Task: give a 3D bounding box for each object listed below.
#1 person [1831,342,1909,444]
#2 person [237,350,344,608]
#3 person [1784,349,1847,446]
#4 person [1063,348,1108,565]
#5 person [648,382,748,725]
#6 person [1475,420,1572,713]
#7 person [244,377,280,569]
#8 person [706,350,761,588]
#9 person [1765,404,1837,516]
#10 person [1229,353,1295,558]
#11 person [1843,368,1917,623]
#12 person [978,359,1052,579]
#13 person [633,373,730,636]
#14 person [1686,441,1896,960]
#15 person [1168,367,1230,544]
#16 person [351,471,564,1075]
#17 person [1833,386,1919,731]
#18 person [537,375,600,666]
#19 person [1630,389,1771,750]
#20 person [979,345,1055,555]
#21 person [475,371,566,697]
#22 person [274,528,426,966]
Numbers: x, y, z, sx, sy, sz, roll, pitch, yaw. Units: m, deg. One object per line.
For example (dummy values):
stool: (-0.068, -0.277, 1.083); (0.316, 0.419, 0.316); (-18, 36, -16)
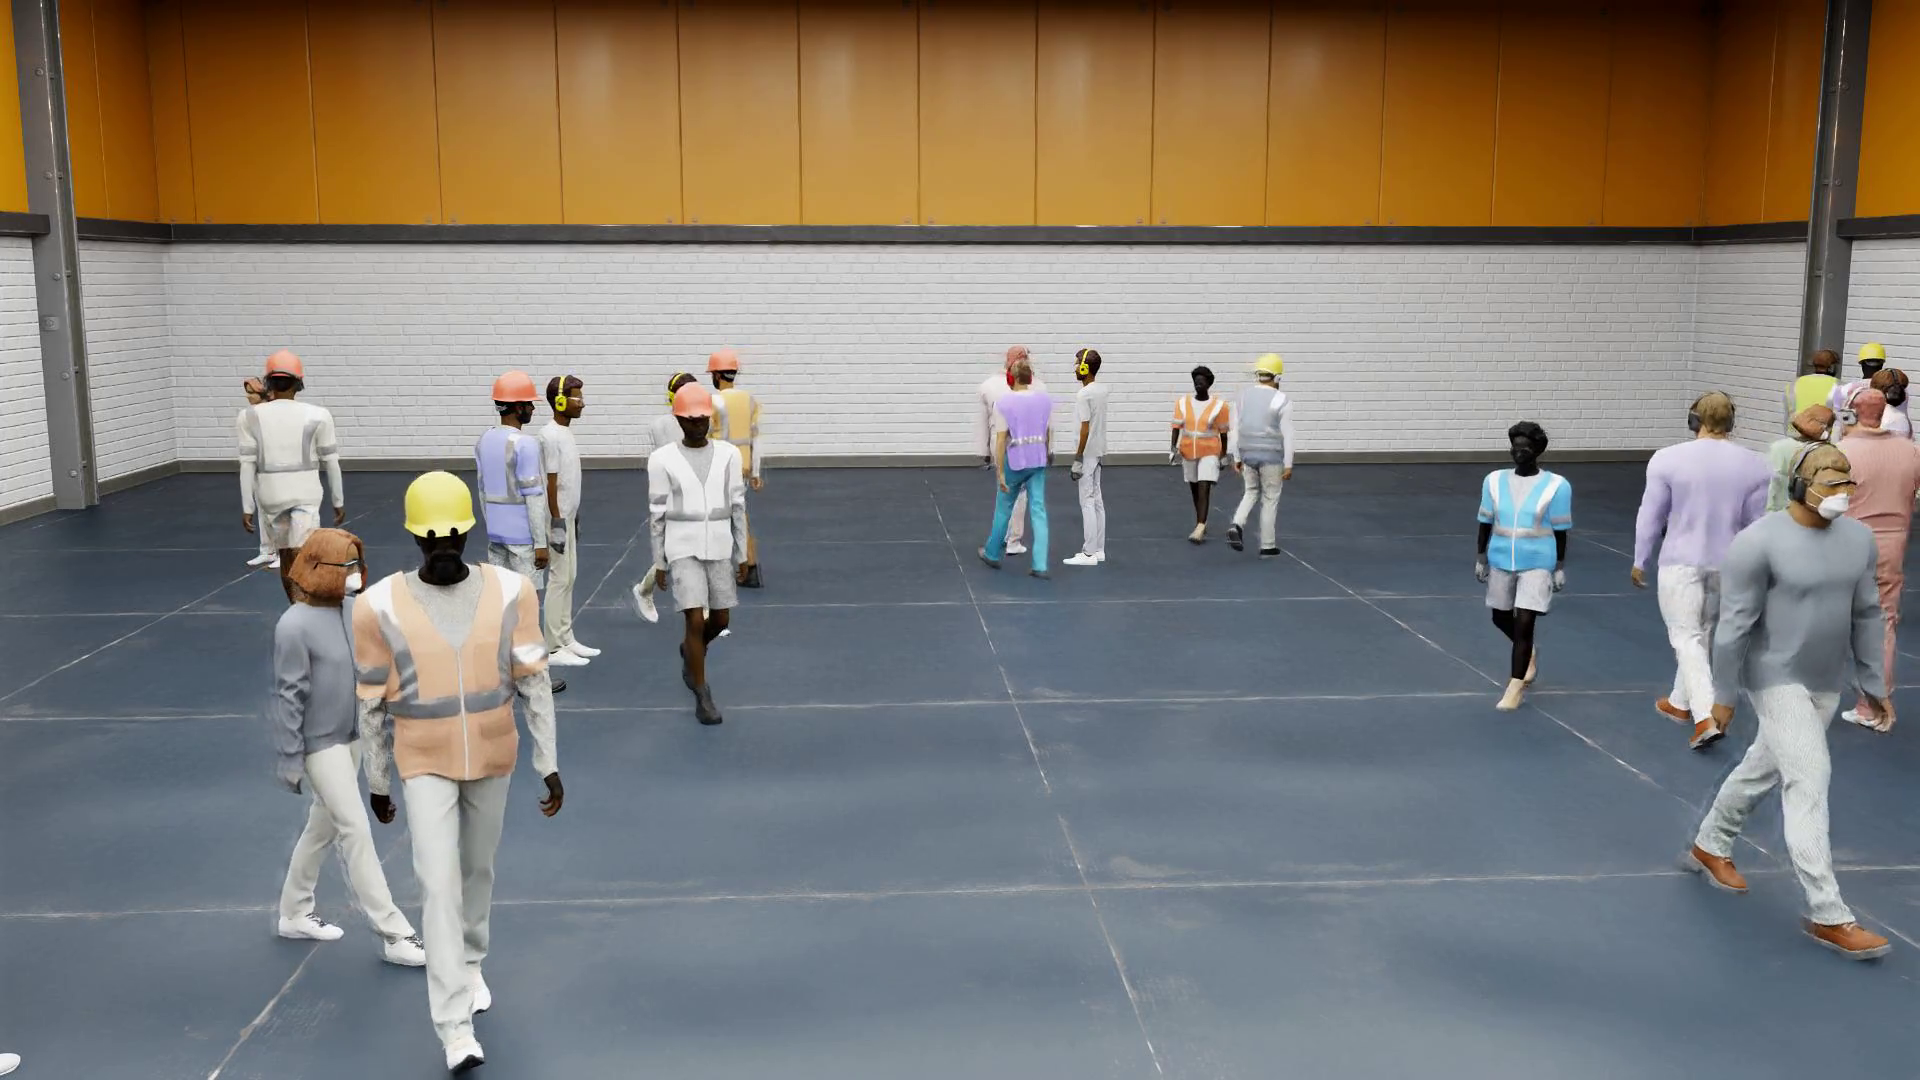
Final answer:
person: (7.835, -0.742, 14.388); (0.586, 1.923, 0.371); (3, 10, 20)
person: (-4.549, -0.287, 11.310); (0.631, 2.002, 1.043); (-2, 9, -13)
person: (7.846, -0.828, 15.230); (0.431, 1.827, 0.650); (-7, 11, -37)
person: (1.097, -0.709, 14.381); (0.327, 1.861, 0.516); (4, 10, 25)
person: (-1.502, 0.047, 9.468); (0.552, 1.913, 0.776); (-4, 10, -25)
person: (3.303, 0.124, 9.729); (0.539, 1.671, 0.740); (7, 12, 39)
person: (-5.932, -0.575, 14.230); (0.523, 1.636, 0.310); (7, 11, 35)
person: (-1.950, -0.582, 13.454); (0.952, 1.889, 0.562); (7, 11, 37)
person: (5.932, -0.185, 11.876); (0.531, 1.599, 0.711); (0, 9, 1)
person: (2.655, -0.730, 14.637); (0.595, 1.822, 0.484); (9, 12, 43)
person: (6.630, -0.322, 12.020); (0.429, 1.839, 0.631); (-1, 9, -4)
person: (0.478, -0.606, 13.915); (0.576, 1.800, 0.953); (-4, 10, -24)
person: (-1.978, -0.256, 11.598); (0.758, 1.840, 0.525); (8, 12, 42)
person: (3.206, 0.555, 6.407); (0.621, 1.892, 1.037); (-3, 10, -21)
person: (2.249, -0.808, 15.657); (0.536, 1.648, 0.889); (5, 10, 27)
person: (-1.597, 0.721, 5.345); (0.592, 1.880, 0.971); (-5, 10, -28)
person: (4.976, 0.085, 9.313); (0.658, 1.882, 0.747); (-1, 9, -5)
person: (-2.541, -0.122, 10.700); (0.327, 1.862, 0.526); (0, 9, -1)
person: (3.982, 0.146, 8.910); (0.642, 1.903, 0.987); (0, 9, -2)
person: (0.532, -0.812, 14.997); (0.637, 1.875, 0.642); (5, 10, 28)
person: (-2.630, -0.037, 9.911); (0.547, 1.938, 0.359); (7, 12, 39)
person: (-2.240, 0.743, 6.093); (0.770, 1.588, 0.509); (2, 9, 12)
